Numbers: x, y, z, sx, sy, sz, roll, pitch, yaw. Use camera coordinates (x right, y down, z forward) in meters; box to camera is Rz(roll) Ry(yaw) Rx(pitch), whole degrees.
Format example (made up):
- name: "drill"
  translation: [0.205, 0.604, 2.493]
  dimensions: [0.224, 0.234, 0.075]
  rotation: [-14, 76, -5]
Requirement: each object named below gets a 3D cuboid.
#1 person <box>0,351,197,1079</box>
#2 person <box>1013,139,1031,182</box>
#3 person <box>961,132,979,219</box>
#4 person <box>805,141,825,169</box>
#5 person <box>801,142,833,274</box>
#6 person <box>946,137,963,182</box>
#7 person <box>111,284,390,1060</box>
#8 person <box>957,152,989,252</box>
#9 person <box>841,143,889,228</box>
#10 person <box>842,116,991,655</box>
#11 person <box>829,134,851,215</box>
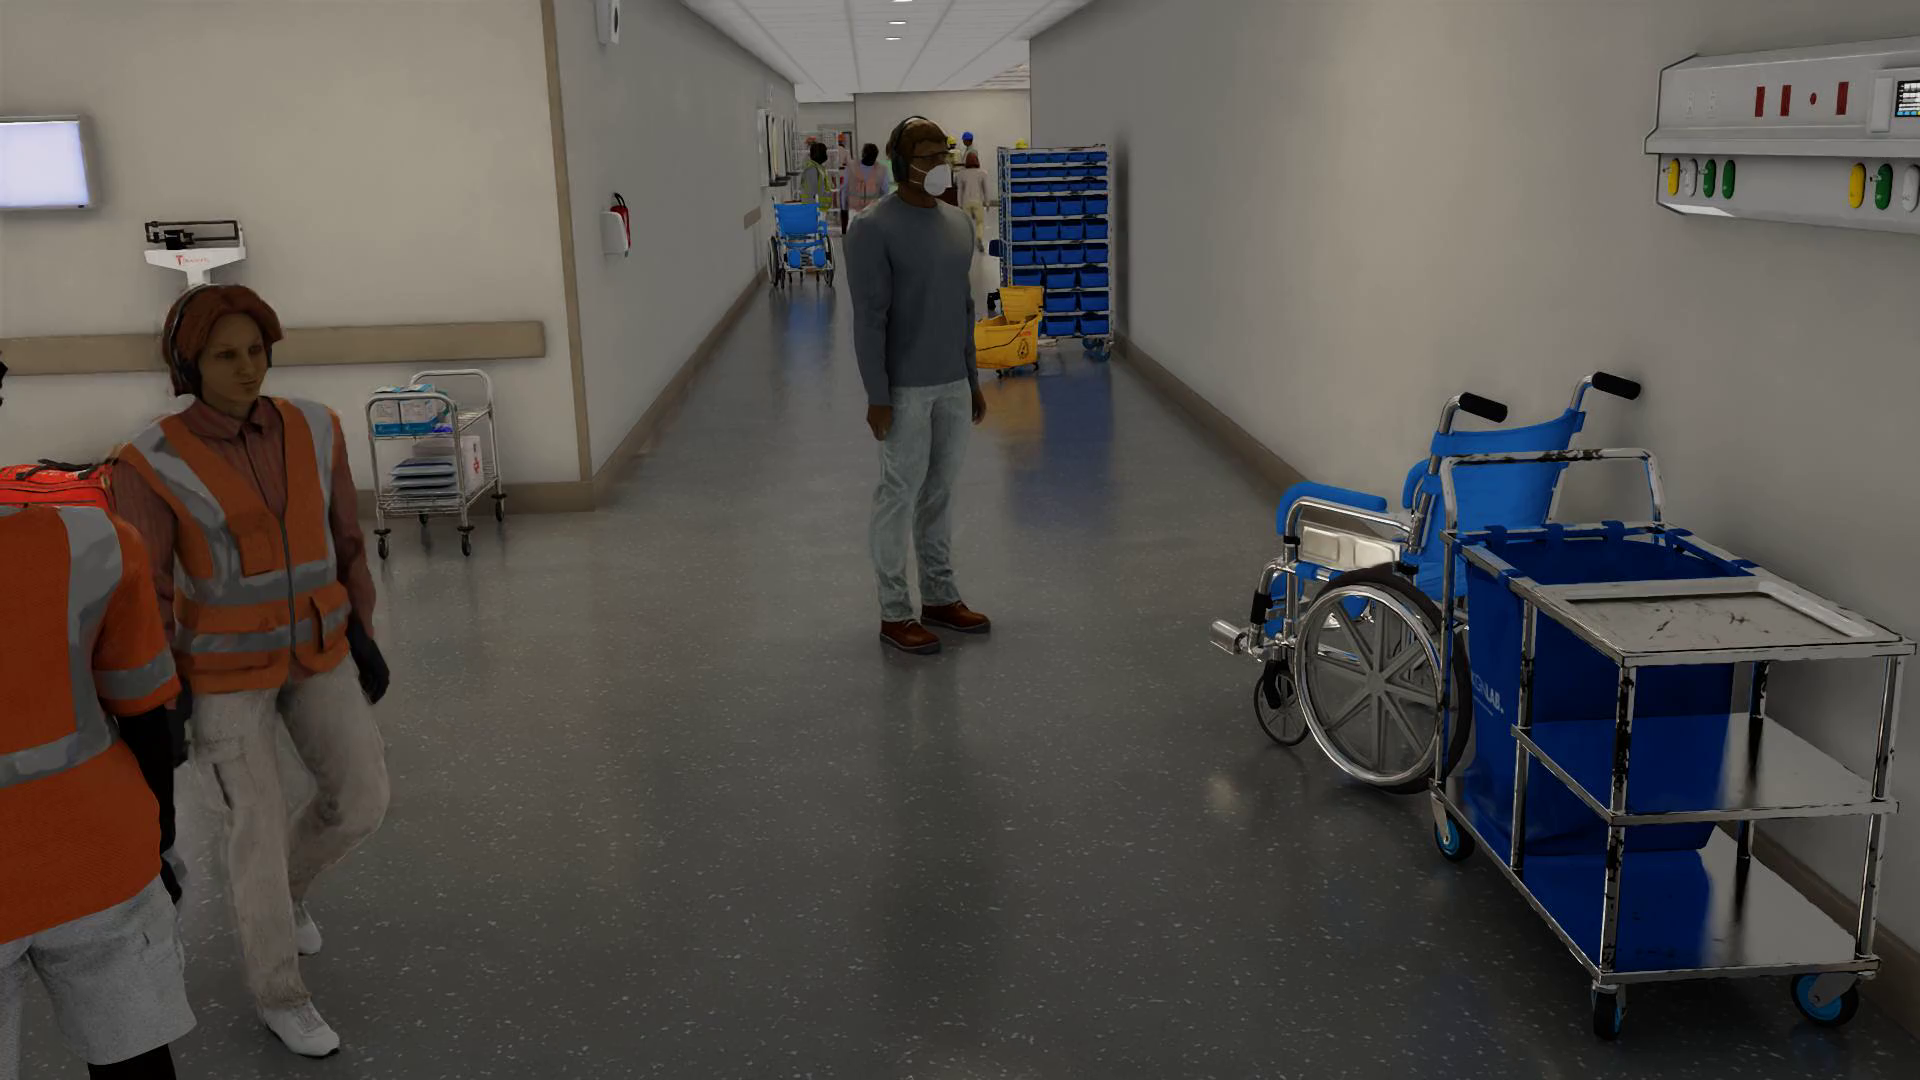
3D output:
- name: "person"
  translation: [-1.360, 0.509, 2.373]
  dimensions: [0.532, 1.696, 0.319]
  rotation: [-14, 19, -42]
- name: "person"
  translation: [1.102, -6.251, 29.713]
  dimensions: [0.523, 1.772, 0.307]
  rotation: [-6, 14, -18]
- name: "person"
  translation: [0.229, -8.257, 37.683]
  dimensions: [0.406, 1.945, 0.615]
  rotation: [-5, 14, -15]
- name: "person"
  translation: [-3.472, -8.678, 40.094]
  dimensions: [0.502, 1.838, 0.345]
  rotation: [0, 14, 6]
- name: "person"
  translation: [-2.005, -4.669, 23.476]
  dimensions: [0.431, 1.833, 0.644]
  rotation: [0, 14, 7]
- name: "person"
  translation: [-0.181, -9.011, 41.075]
  dimensions: [0.404, 1.829, 0.600]
  rotation: [10, 18, 41]
- name: "person"
  translation: [-1.492, 0.274, 3.499]
  dimensions: [0.437, 1.623, 0.532]
  rotation: [8, 17, 34]
- name: "person"
  translation: [0.205, -5.328, 26.363]
  dimensions: [0.510, 1.610, 0.544]
  rotation: [-1, 14, 2]
- name: "person"
  translation: [-1.296, -4.558, 22.989]
  dimensions: [0.661, 1.800, 0.510]
  rotation: [-3, 14, -6]
- name: "person"
  translation: [-0.133, -0.565, 6.138]
  dimensions: [0.373, 1.940, 0.628]
  rotation: [9, 17, 38]
- name: "person"
  translation: [-2.933, -9.039, 41.206]
  dimensions: [0.611, 1.985, 0.415]
  rotation: [5, 15, 26]
